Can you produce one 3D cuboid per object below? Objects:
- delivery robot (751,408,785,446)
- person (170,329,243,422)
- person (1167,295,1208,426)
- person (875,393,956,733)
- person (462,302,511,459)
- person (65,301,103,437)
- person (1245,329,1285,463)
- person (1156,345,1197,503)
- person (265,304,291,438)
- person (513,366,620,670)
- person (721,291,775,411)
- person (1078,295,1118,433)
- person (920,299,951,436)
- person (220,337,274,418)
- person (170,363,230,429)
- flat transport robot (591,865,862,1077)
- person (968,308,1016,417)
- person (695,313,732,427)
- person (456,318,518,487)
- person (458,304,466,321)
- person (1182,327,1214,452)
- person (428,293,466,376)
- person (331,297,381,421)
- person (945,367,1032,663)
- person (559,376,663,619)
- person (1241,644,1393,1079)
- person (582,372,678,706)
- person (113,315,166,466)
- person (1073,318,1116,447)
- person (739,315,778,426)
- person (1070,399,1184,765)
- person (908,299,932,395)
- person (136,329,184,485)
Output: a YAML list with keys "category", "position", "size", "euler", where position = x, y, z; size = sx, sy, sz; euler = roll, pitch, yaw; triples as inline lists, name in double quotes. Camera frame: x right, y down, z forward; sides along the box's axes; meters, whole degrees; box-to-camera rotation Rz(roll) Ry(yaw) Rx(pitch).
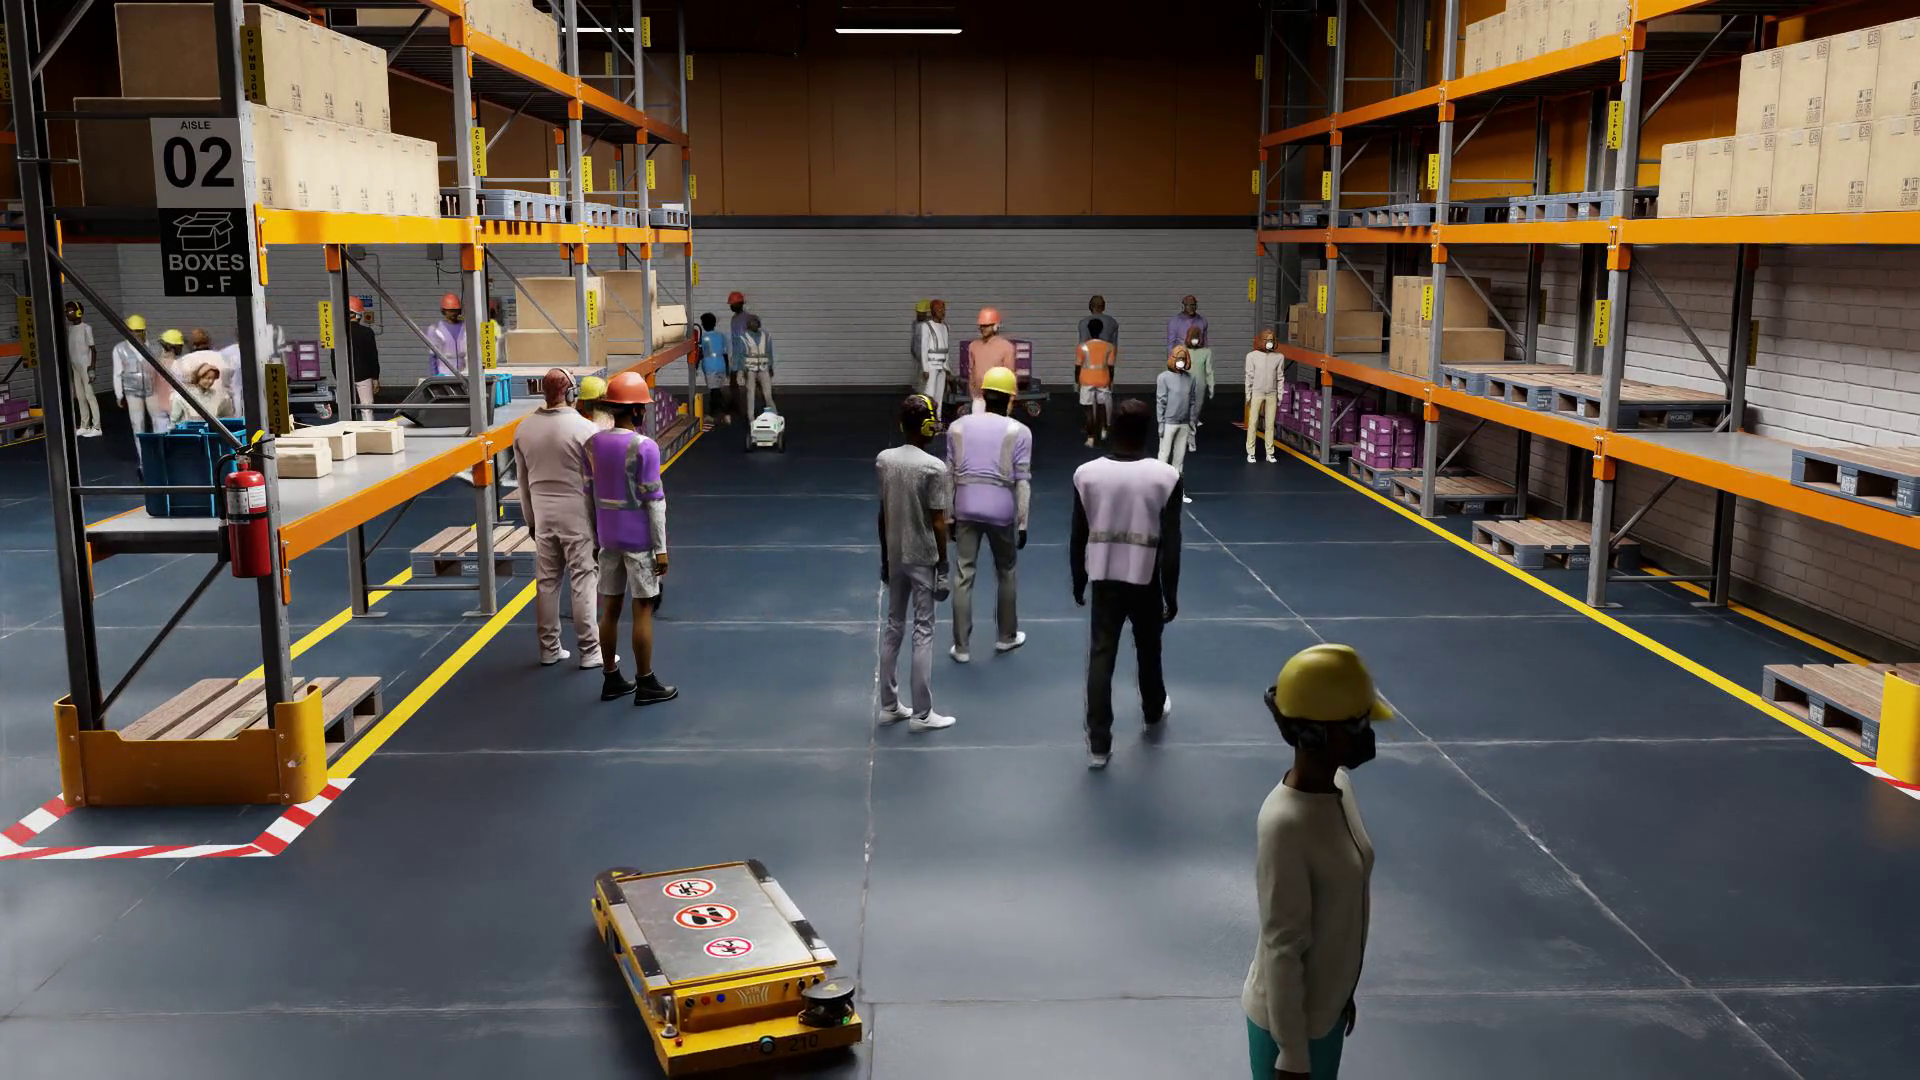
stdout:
- category: "delivery robot"
  position: [-2.463, -1.456, 21.336]
  size: [0.477, 0.478, 0.707]
  euler: [1, 10, 3]
- category: "person"
  position: [-7.541, -1.192, 16.626]
  size: [0.749, 1.822, 0.456]
  euler: [-7, 12, -35]
- category: "person"
  position: [3.329, -2.601, 24.211]
  size: [0.655, 1.906, 0.407]
  euler: [-3, 11, -18]
- category: "person"
  position: [-0.252, 0.129, 9.142]
  size: [0.512, 1.861, 0.314]
  euler: [8, 13, 39]
- category: "person"
  position: [-5.741, -1.956, 20.330]
  size: [0.633, 2.010, 0.810]
  euler: [-1, 10, -8]
- category: "person"
  position: [-12.110, -2.349, 22.918]
  size: [0.532, 1.867, 0.311]
  euler: [6, 12, 29]
- category: "person"
  position: [3.702, -1.747, 20.238]
  size: [0.497, 1.629, 0.277]
  euler: [-1, 10, -8]
- category: "person"
  position: [2.218, -1.177, 17.043]
  size: [0.500, 1.632, 0.286]
  euler: [-6, 12, -32]
- category: "person"
  position: [-9.264, -2.252, 22.220]
  size: [0.594, 1.921, 0.691]
  euler: [-3, 11, -17]
- category: "person"
  position: [-2.461, -0.135, 10.464]
  size: [0.642, 1.913, 0.409]
  euler: [4, 11, 21]
- category: "person"
  position: [-3.400, -3.008, 26.508]
  size: [0.854, 1.908, 0.561]
  euler: [-9, 13, -40]
- category: "person"
  position: [1.927, -2.471, 23.398]
  size: [0.635, 1.937, 0.354]
  euler: [-5, 12, -28]
- category: "person"
  position: [-0.334, -2.395, 23.132]
  size: [0.337, 1.879, 0.584]
  euler: [7, 12, 33]
- category: "person"
  position: [-7.536, -1.377, 17.494]
  size: [0.996, 1.883, 0.657]
  euler: [6, 12, 29]
- category: "person"
  position: [-6.997, -0.840, 15.295]
  size: [0.558, 1.597, 0.780]
  euler: [-7, 12, -33]
- category: "flat transport robot"
  position: [-0.889, 1.481, 6.027]
  size: [0.652, 0.197, 1.431]
  euler: [-4, 11, -22]
- category: "person"
  position: [0.375, -1.639, 18.756]
  size: [0.629, 1.955, 1.028]
  euler: [5, 12, 28]
- category: "person"
  position: [-3.582, -2.482, 24.280]
  size: [0.844, 1.661, 0.526]
  euler: [7, 12, 35]
- category: "person"
  position: [-5.109, -1.477, 18.059]
  size: [0.740, 1.871, 0.633]
  euler: [-3, 11, -18]
- category: "person"
  position: [-6.348, -2.177, 21.959]
  size: [1.077, 1.867, 0.670]
  euler: [-9, 13, -40]
- category: "person"
  position: [3.032, -1.971, 21.570]
  size: [0.510, 1.593, 0.832]
  euler: [0, 10, -3]
- category: "person"
  position: [-6.393, -2.105, 21.095]
  size: [0.619, 2.038, 0.402]
  euler: [-6, 12, -29]
- category: "person"
  position: [-7.519, -2.025, 20.750]
  size: [0.609, 1.996, 0.379]
  euler: [1, 10, 8]
- category: "person"
  position: [0.179, -0.165, 10.750]
  size: [0.587, 1.874, 0.681]
  euler: [3, 11, 17]
- category: "person"
  position: [-2.505, -0.284, 11.754]
  size: [0.698, 1.749, 0.542]
  euler: [3, 11, 19]
- category: "person"
  position: [0.829, 1.110, 3.924]
  size: [0.304, 1.771, 0.523]
  euler: [5, 11, 24]
- category: "person"
  position: [-1.914, -0.008, 9.677]
  size: [0.553, 1.935, 0.364]
  euler: [6, 12, 29]
- category: "person"
  position: [-9.748, -1.769, 19.830]
  size: [0.608, 1.816, 0.538]
  euler: [-5, 12, -28]
- category: "person"
  position: [1.748, -2.057, 21.802]
  size: [0.540, 1.686, 0.401]
  euler: [-2, 10, -12]
- category: "person"
  position: [-2.928, -2.457, 24.185]
  size: [0.541, 1.623, 0.408]
  euler: [-4, 11, -20]
- category: "person"
  position: [0.874, 0.193, 8.777]
  size: [0.616, 1.860, 1.017]
  euler: [3, 11, 17]
- category: "person"
  position: [-0.577, -2.818, 25.733]
  size: [0.410, 1.796, 0.614]
  euler: [-8, 13, -38]
- category: "person"
  position: [-8.591, -1.414, 18.061]
  size: [0.528, 1.742, 0.742]
  euler: [6, 12, 28]
